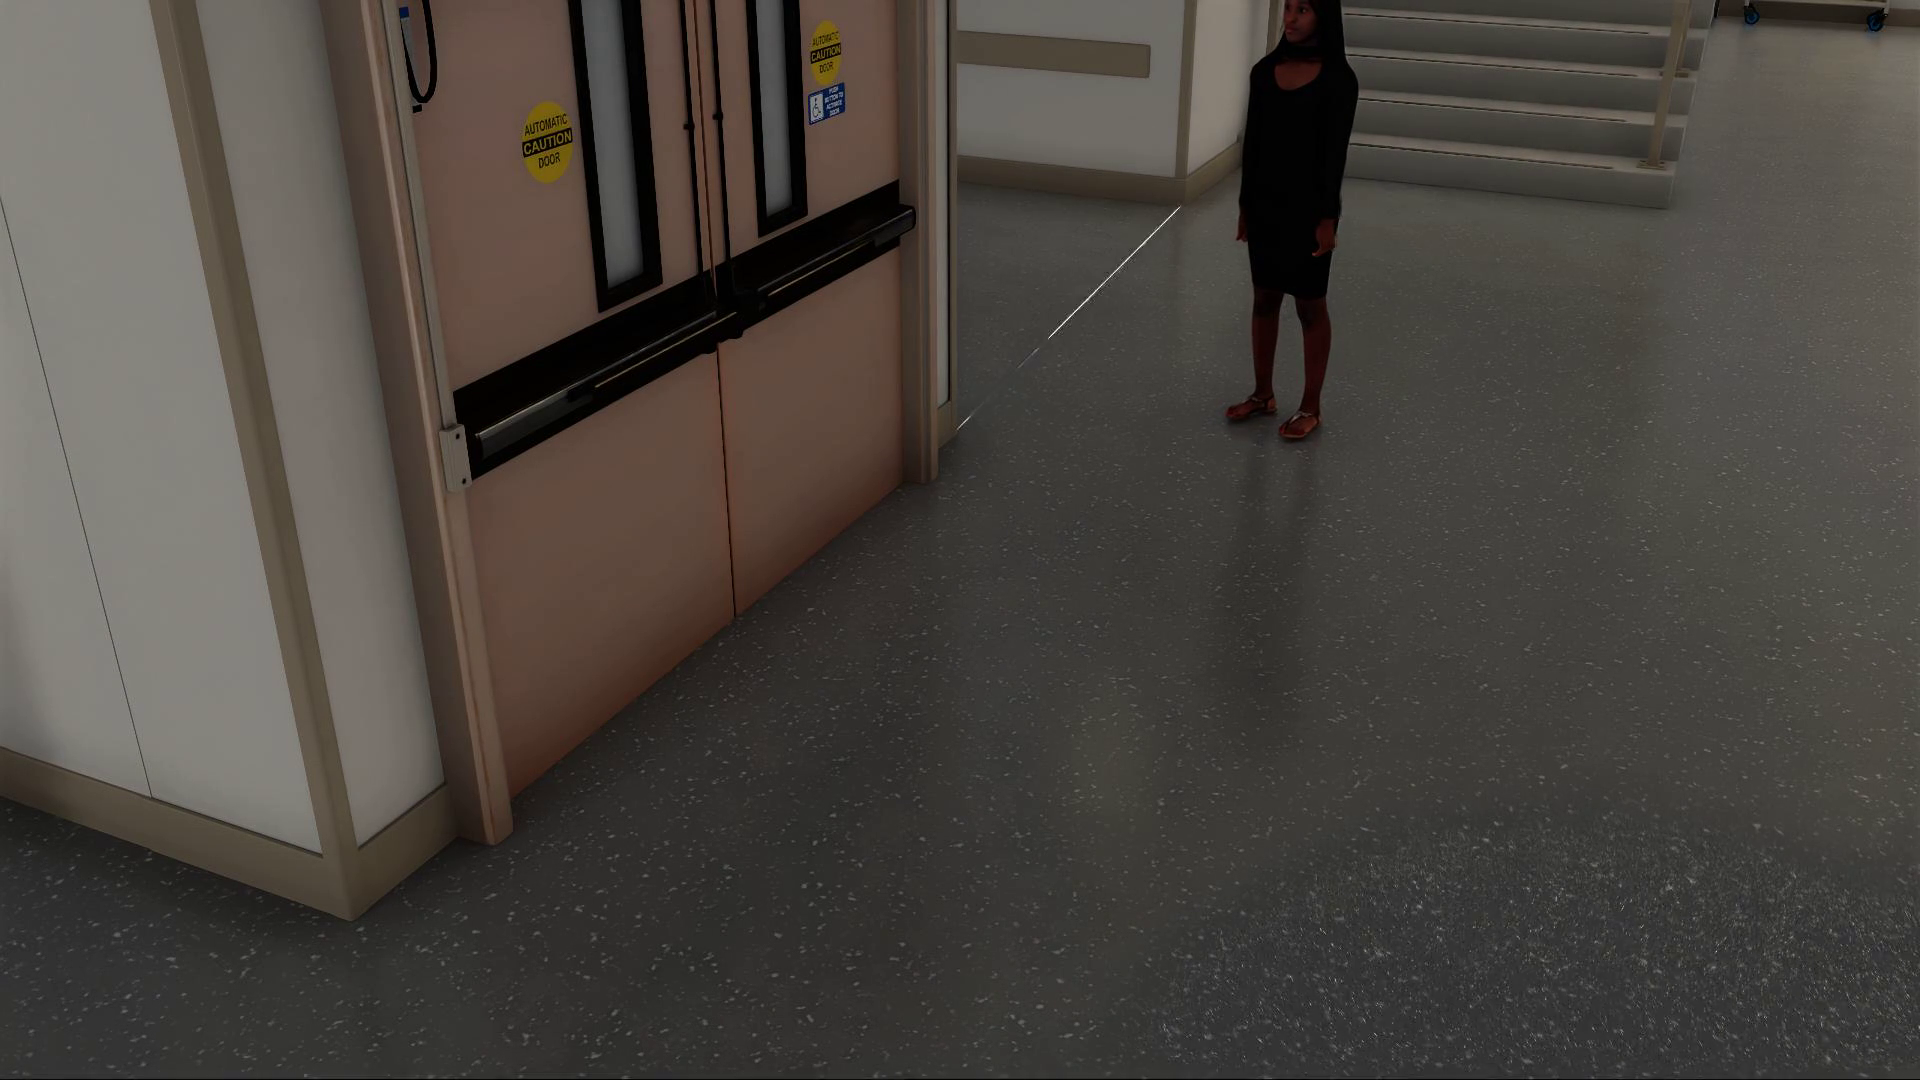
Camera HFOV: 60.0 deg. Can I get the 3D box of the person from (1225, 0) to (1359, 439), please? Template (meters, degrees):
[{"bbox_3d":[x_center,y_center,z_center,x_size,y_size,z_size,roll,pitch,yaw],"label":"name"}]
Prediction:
[{"bbox_3d":[1.263,-1.244,6.303,0.659,1.721,0.605,23,34,39],"label":"person"}]
